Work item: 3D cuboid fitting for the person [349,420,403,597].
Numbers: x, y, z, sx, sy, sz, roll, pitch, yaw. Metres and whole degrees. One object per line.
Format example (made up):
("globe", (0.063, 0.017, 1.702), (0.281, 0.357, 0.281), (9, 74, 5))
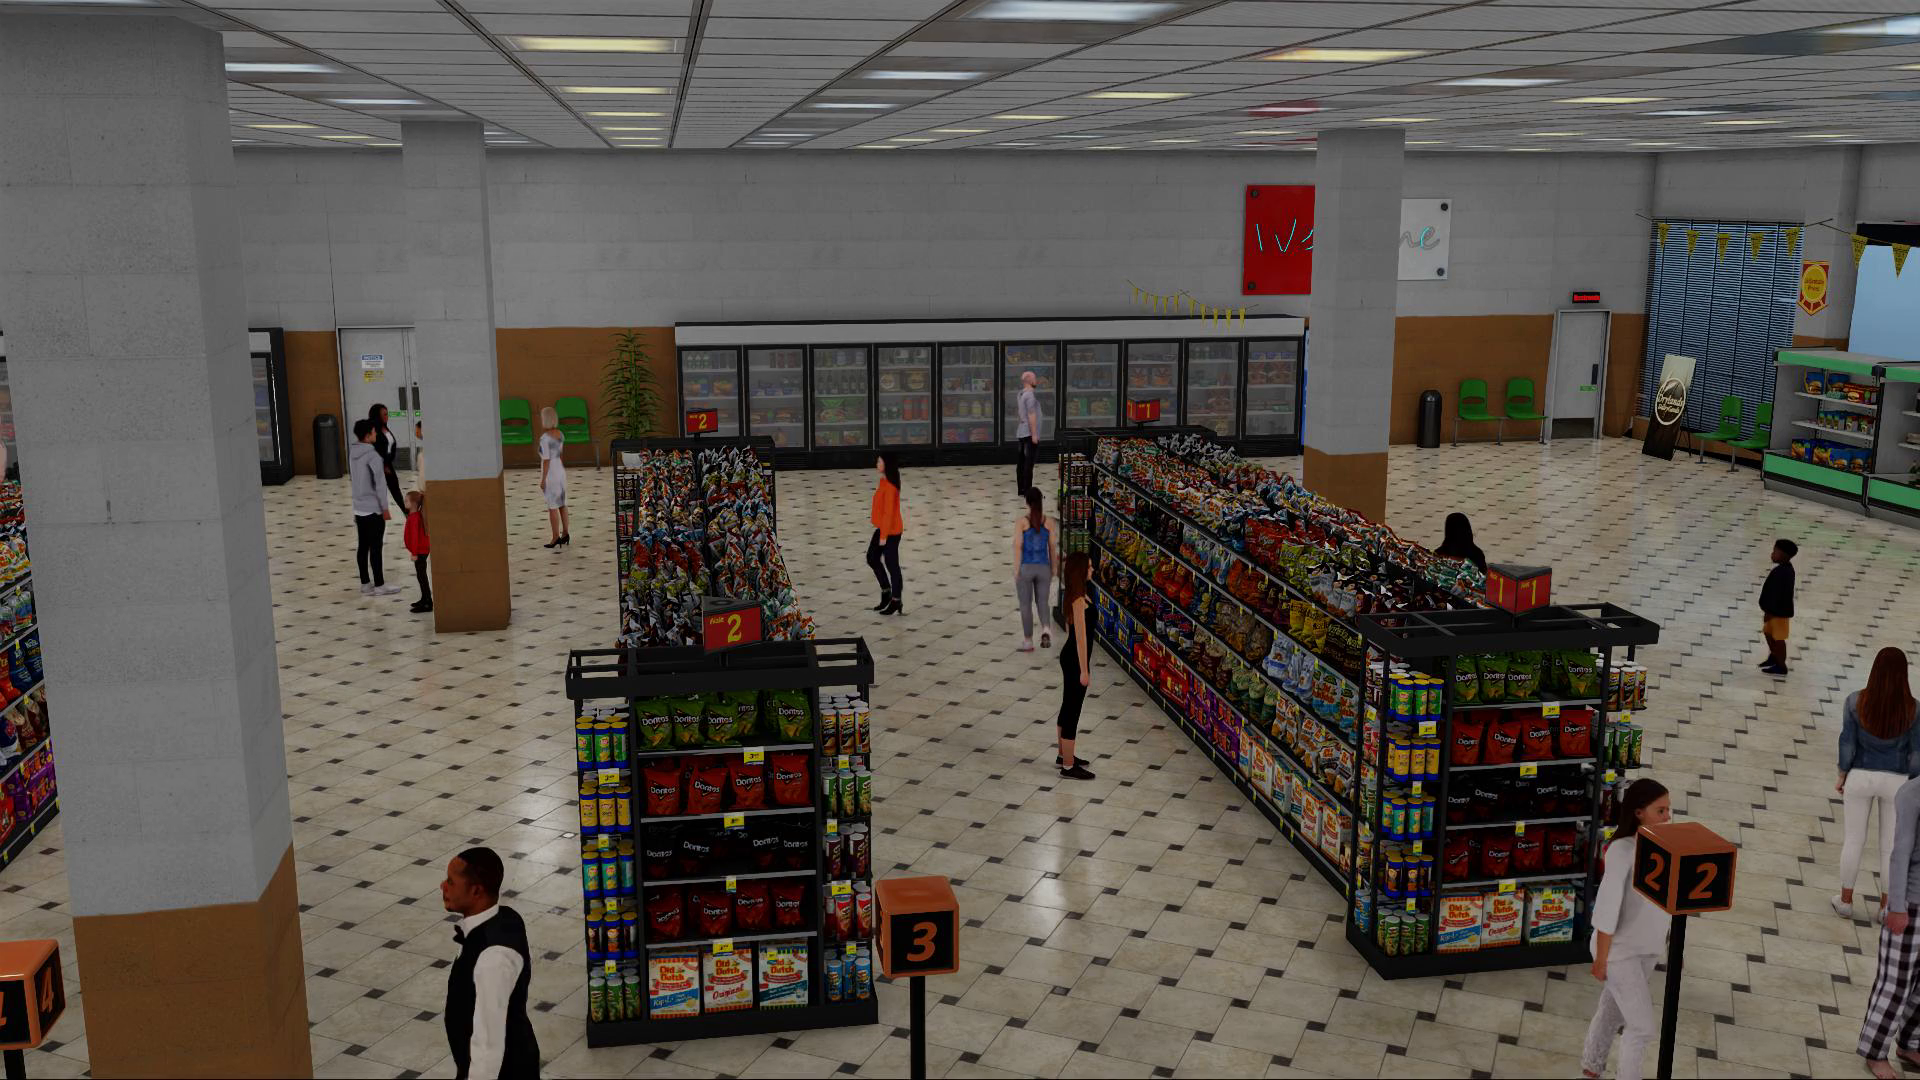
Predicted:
("person", (-6.478, -0.364, 18.209), (0.758, 1.929, 0.822), (8, 15, 35))

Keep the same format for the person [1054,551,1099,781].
("person", (0.869, 0.928, 12.568), (0.656, 1.725, 0.486), (-1, 12, -3))

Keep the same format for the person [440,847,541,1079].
("person", (-1.716, 2.126, 6.531), (0.919, 1.868, 1.241), (-4, 13, -19))

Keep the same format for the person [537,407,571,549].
("person", (-5.039, -0.780, 20.622), (0.704, 1.750, 0.598), (4, 13, 20))

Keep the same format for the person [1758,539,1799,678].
("person", (7.533, 0.622, 15.144), (0.672, 1.263, 0.604), (7, 14, 29))

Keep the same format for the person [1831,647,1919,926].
("person", (5.533, 1.475, 10.027), (0.684, 1.703, 0.720), (7, 14, 29))

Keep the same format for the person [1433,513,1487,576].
("person", (4.149, 0.665, 13.785), (0.707, 1.739, 0.967), (-3, 12, -15))

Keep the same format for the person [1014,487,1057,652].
("person", (0.714, 0.308, 15.822), (0.579, 1.597, 0.804), (-3, 12, -13))

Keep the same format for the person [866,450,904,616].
("person", (-0.664, -0.070, 17.283), (0.686, 1.737, 0.519), (-2, 12, -11))

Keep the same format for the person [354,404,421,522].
("person", (-7.764, -0.965, 21.952), (0.825, 1.562, 1.098), (0, 12, 0))

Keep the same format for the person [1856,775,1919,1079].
("person", (4.788, 1.776, 8.246), (0.623, 1.847, 0.539), (-3, 12, -12))

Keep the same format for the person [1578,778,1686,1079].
("person", (3.127, 1.925, 7.963), (0.793, 1.672, 0.864), (-12, 17, -44))

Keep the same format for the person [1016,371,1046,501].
("person", (0.983, -1.511, 23.880), (0.744, 1.837, 0.548), (-3, 12, -15))

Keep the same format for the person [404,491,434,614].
("person", (-5.702, 0.111, 17.527), (0.560, 1.280, 0.438), (-3, 12, -16))
